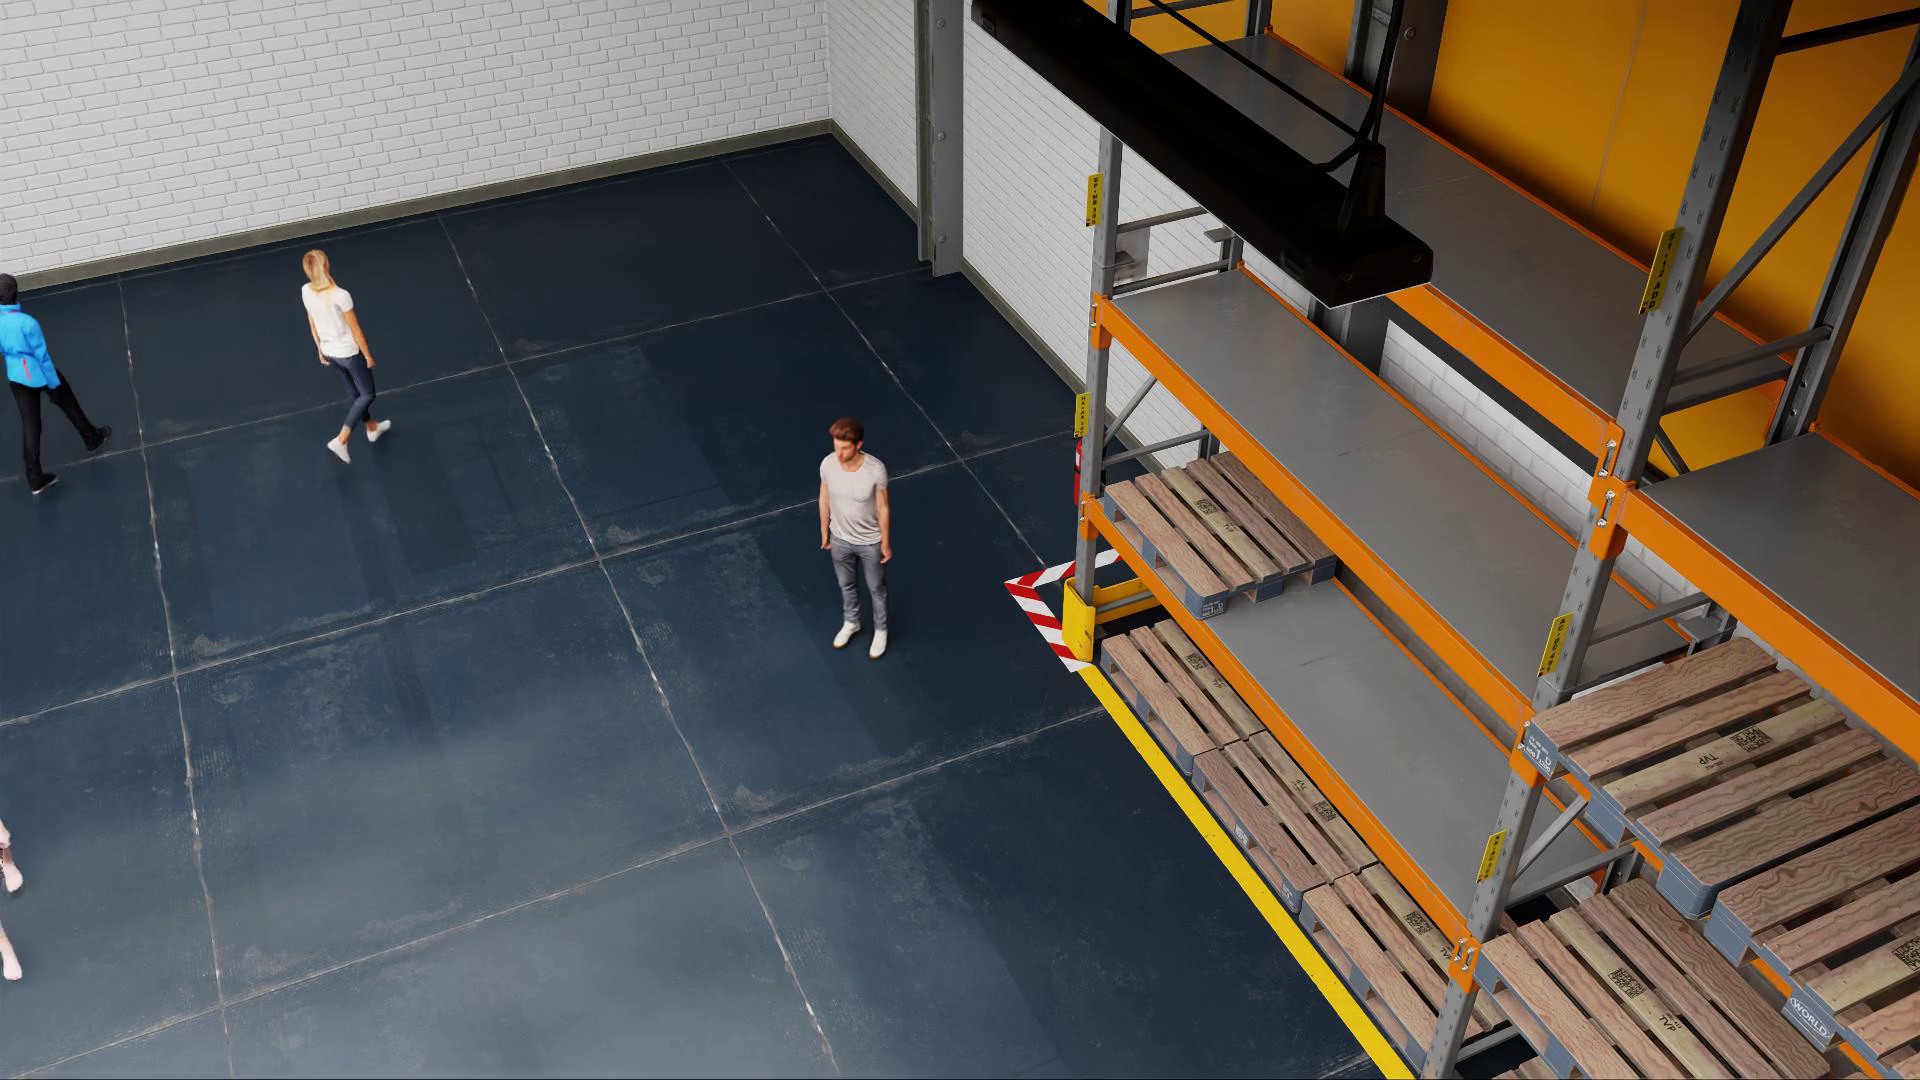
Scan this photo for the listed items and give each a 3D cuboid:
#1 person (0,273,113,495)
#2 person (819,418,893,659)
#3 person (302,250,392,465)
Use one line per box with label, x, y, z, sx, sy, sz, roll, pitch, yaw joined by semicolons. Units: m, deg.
person;-7.138;-1.163;12.716;1.046;1.753;1.243;5;39;6
person;-0.684;-0.042;11.204;0.749;1.889;0.794;11;40;13
person;-4.855;-1.407;12.989;1.010;1.794;1.046;14;41;17
